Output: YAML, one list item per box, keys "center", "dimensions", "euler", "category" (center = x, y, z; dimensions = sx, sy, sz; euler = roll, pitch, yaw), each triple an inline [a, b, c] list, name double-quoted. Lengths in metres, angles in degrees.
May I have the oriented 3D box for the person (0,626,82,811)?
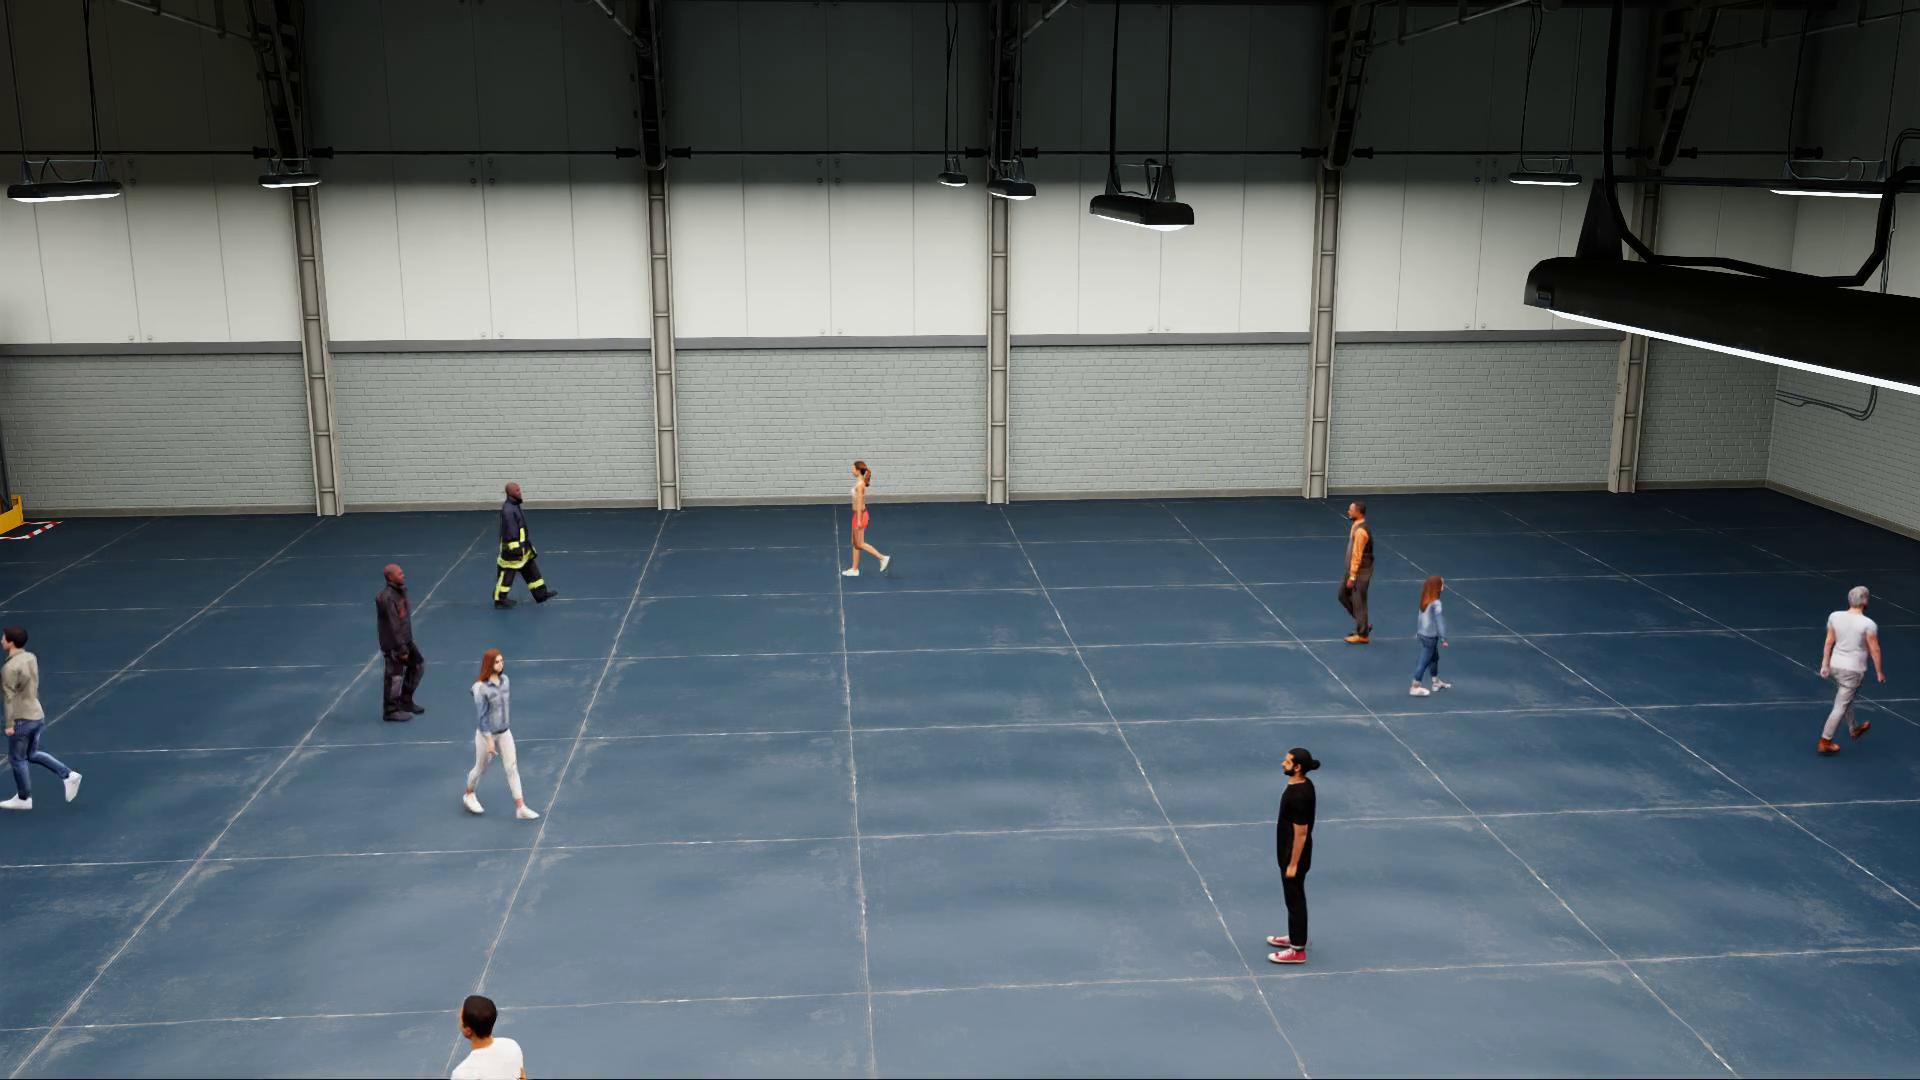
- center: [-8.999, 1.738, 16.145]
  dimensions: [0.966, 1.850, 0.694]
  euler: [-1, 13, -4]
  category: "person"

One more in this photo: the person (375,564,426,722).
- center: [-6.449, 1.161, 18.725]
  dimensions: [0.698, 1.811, 0.706]
  euler: [0, 13, -1]
  category: "person"

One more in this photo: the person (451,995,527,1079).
- center: [-2.493, 3.395, 9.180]
  dimensions: [1.169, 1.765, 0.925]
  euler: [5, 14, 19]
  category: "person"

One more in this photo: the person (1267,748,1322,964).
- center: [2.657, 2.475, 13.167]
  dimensions: [0.648, 1.758, 0.684]
  euler: [2, 13, 10]
  category: "person"

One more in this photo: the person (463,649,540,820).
- center: [-4.550, 1.878, 15.959]
  dimensions: [1.183, 1.662, 1.071]
  euler: [9, 16, 34]
  category: "person"

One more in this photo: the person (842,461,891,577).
- center: [-1.433, -0.305, 25.135]
  dimensions: [1.007, 1.774, 0.677]
  euler: [1, 13, 5]
  category: "person"

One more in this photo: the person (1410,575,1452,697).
- center: [5.459, 1.137, 19.602]
  dimensions: [0.773, 1.463, 0.622]
  euler: [-2, 13, -8]
  category: "person"

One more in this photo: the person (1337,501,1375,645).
- center: [5.311, 0.438, 21.667]
  dimensions: [0.790, 1.893, 0.775]
  euler: [2, 13, 9]
  category: "person"

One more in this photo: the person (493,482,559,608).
- center: [-6.377, 0.092, 23.412]
  dimensions: [1.139, 1.779, 0.799]
  euler: [0, 13, -1]
  category: "person"

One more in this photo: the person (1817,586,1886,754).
- center: [9.383, 1.417, 17.681]
  dimensions: [1.238, 1.783, 0.932]
  euler: [-5, 14, -21]
  category: "person"
